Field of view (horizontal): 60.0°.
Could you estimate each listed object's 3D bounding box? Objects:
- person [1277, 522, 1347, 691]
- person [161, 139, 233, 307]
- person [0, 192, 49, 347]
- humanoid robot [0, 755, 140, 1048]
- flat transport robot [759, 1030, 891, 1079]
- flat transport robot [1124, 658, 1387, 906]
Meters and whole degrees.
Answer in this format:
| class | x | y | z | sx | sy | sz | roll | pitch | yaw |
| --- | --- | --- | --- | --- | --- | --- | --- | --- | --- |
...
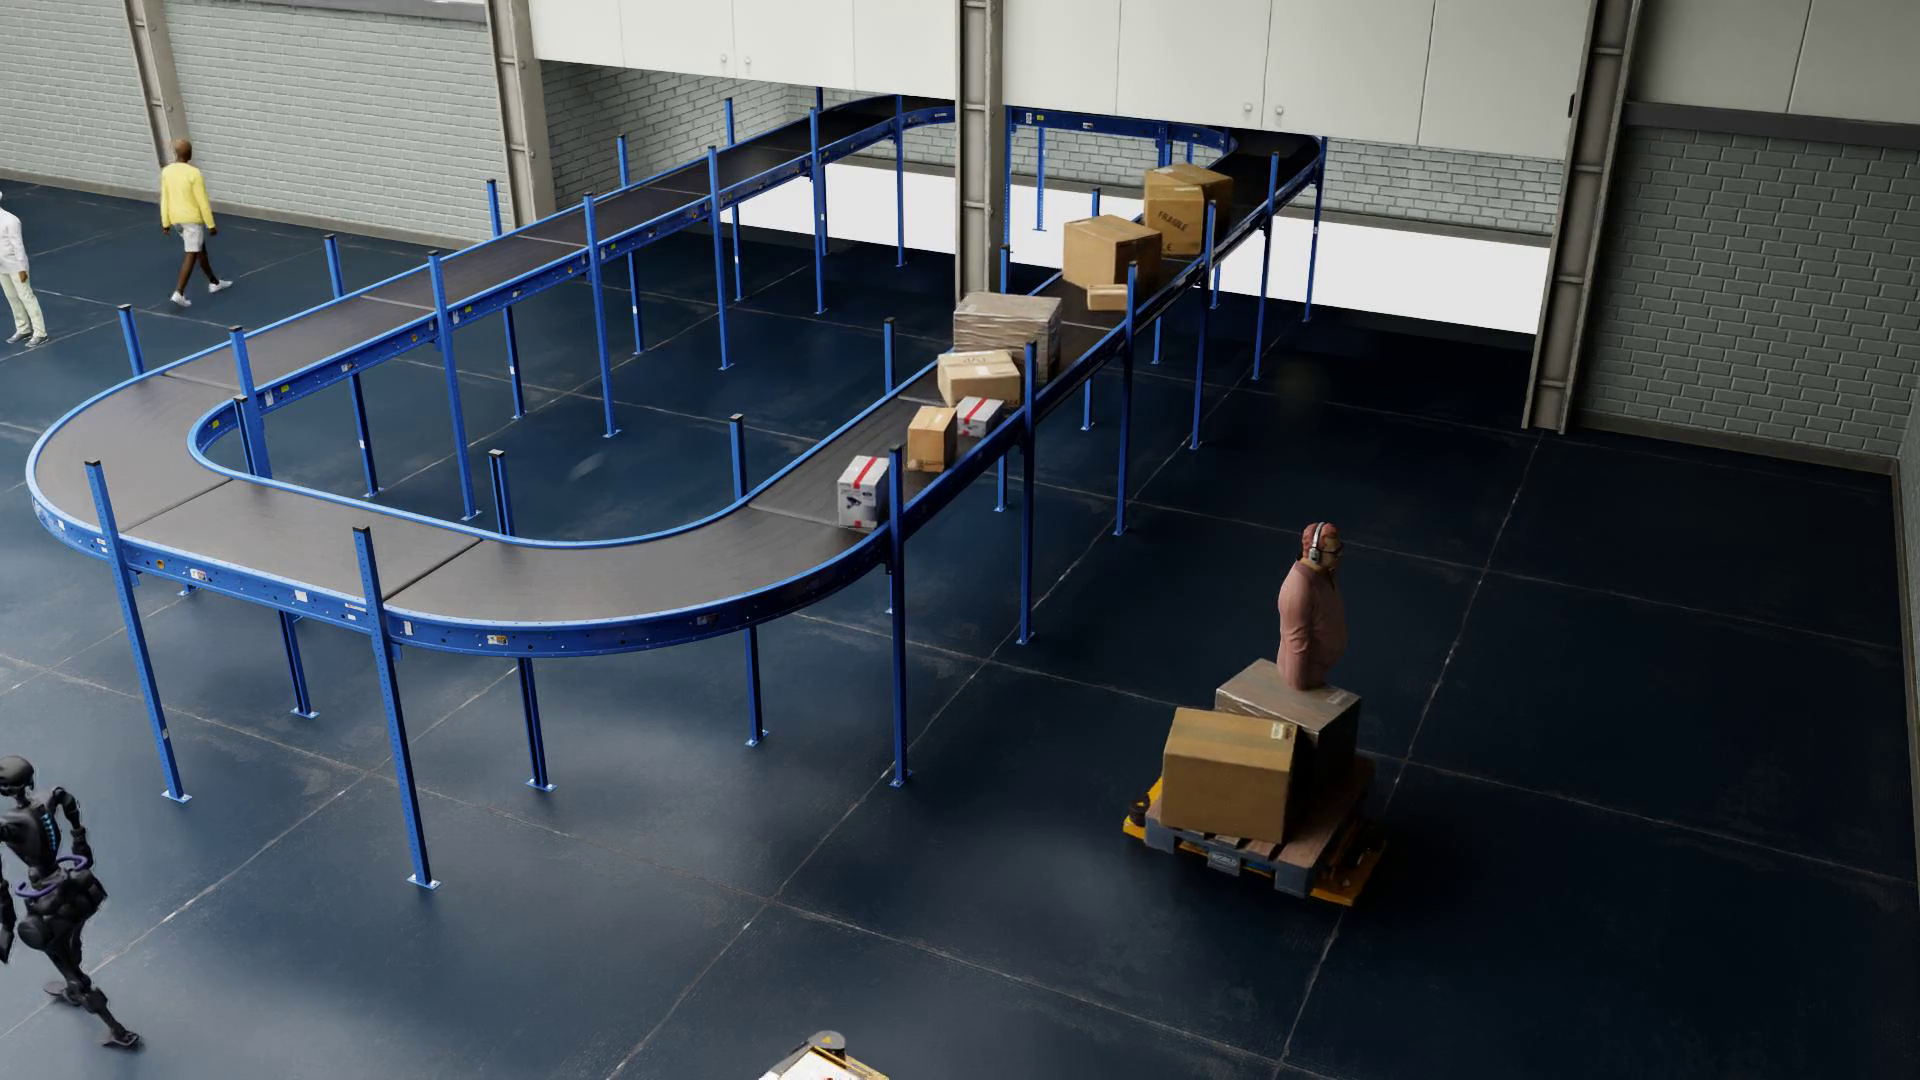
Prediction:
| class | x | y | z | sx | sy | sz | roll | pitch | yaw |
| --- | --- | --- | --- | --- | --- | --- | --- | --- | --- |
| person | 2.119 | 0.764 | 10.095 | 0.410 | 1.909 | 0.638 | 10 | 28 | 19 |
| person | -8.873 | -3.634 | 19.034 | 0.582 | 1.843 | 1.021 | 9 | 28 | 17 |
| person | -10.148 | -2.928 | 17.715 | 0.561 | 1.745 | 0.345 | 13 | 29 | 24 |
| humanoid robot | -4.537 | 1.802 | 8.317 | 0.752 | 1.631 | 0.600 | 9 | 28 | 17 |
| flat transport robot | -0.847 | 2.863 | 7.707 | 0.659 | 0.231 | 1.431 | 18 | 32 | 32 |
| flat transport robot | 1.762 | 1.742 | 9.966 | 1.431 | 0.231 | 0.659 | 15 | 30 | 27 |
